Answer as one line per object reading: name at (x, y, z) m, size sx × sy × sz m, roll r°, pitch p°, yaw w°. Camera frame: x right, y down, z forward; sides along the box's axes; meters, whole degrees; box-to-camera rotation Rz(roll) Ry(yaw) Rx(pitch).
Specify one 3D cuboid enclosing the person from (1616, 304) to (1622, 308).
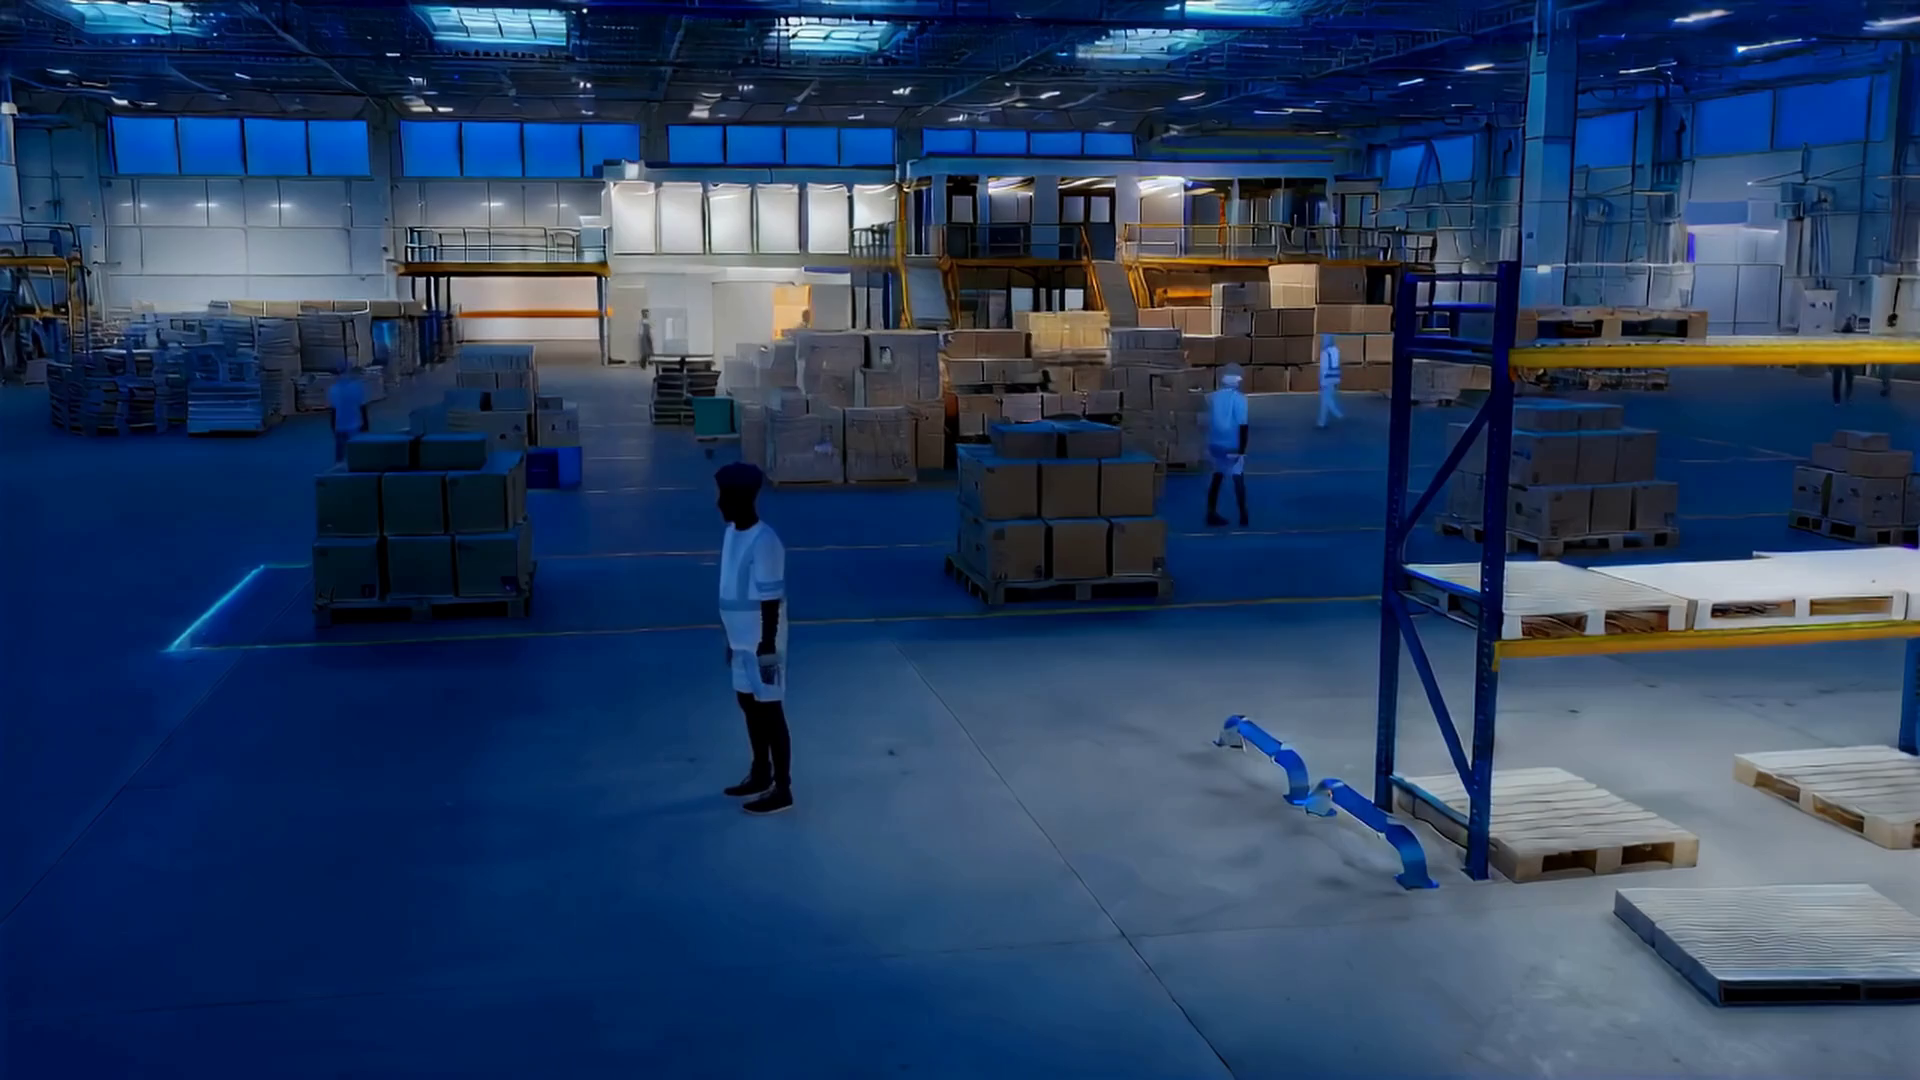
person at (21.008, -6.615, 53.112) m, size 0.630 × 1.840 × 0.429 m, roll 7°, pitch 12°, yaw 36°

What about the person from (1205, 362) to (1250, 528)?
person at (3.112, -1.090, 19.202) m, size 0.544 × 1.919 × 0.434 m, roll 8°, pitch 12°, yaw 39°

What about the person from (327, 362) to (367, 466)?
person at (-7.803, -1.362, 21.199) m, size 0.503 × 1.807 × 1.011 m, roll -1°, pitch 9°, yaw -6°

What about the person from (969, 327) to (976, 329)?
person at (0.249, -3.831, 36.593) m, size 0.920 × 1.692 × 0.505 m, roll 5°, pitch 11°, yaw 27°

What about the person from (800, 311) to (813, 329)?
person at (-4.032, -5.086, 43.725) m, size 1.015 × 1.872 × 0.611 m, roll 4°, pitch 10°, yaw 25°

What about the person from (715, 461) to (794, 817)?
person at (-1.150, 0.538, 9.187) m, size 0.386 × 1.950 × 0.606 m, roll -5°, pitch 11°, yaw -28°

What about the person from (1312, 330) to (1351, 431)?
person at (6.806, -2.891, 30.368) m, size 0.743 × 1.865 × 0.588 m, roll 8°, pitch 12°, yaw 40°

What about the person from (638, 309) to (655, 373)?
person at (-8.845, -5.624, 47.112) m, size 0.699 × 1.819 × 0.527 m, roll 5°, pitch 10°, yaw 26°

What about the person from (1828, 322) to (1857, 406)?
person at (19.155, -3.802, 36.046) m, size 0.633 × 1.815 × 0.788 m, roll 3°, pitch 10°, yaw 18°

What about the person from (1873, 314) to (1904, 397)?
person at (21.483, -4.266, 38.522) m, size 0.637 × 1.923 × 0.457 m, roll 1°, pitch 9°, yaw 5°
